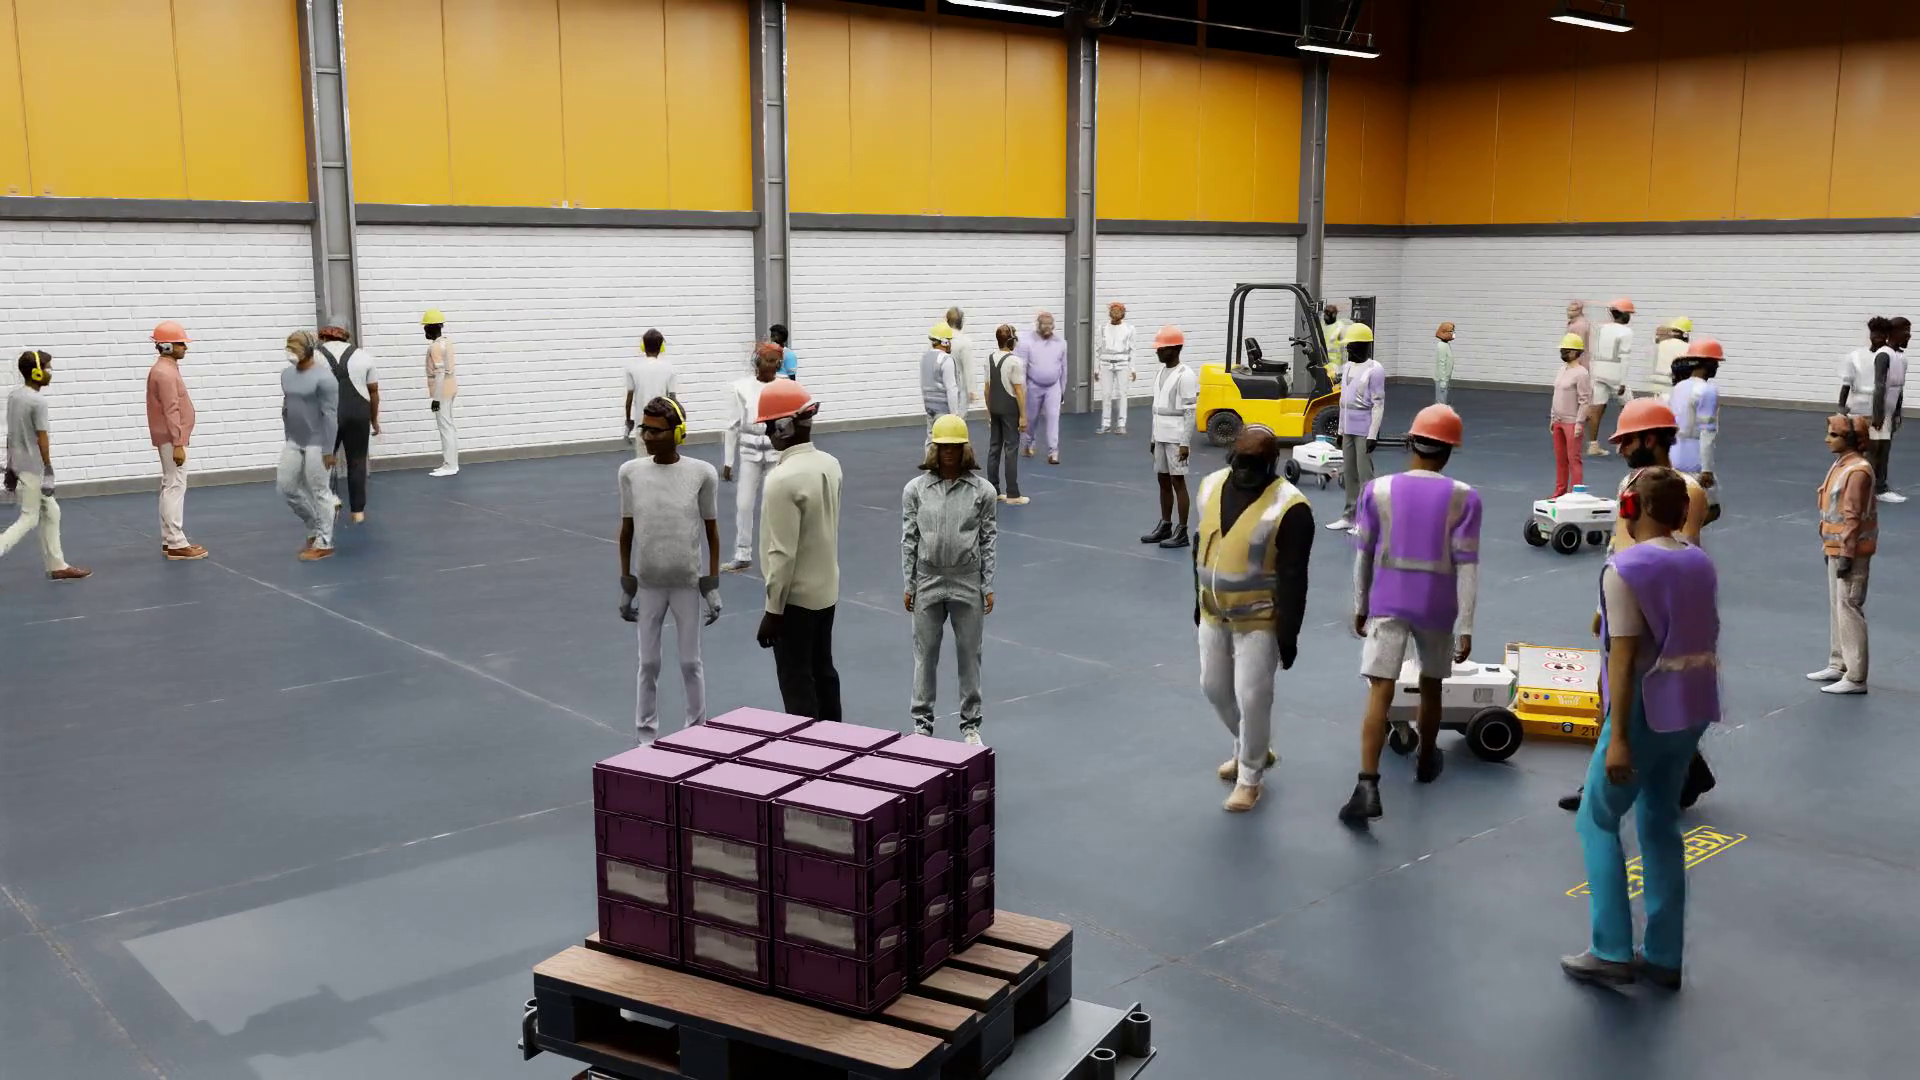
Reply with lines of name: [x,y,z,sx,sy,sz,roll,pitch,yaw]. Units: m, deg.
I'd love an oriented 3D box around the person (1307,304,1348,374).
person: [5.758,-2.756,25.794,0.937,1.800,0.616,-6,12,-33]

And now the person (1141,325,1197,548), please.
person: [1.816,-0.896,14.495,0.364,1.934,0.553,-5,11,-25]

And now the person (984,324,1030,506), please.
person: [0.468,-1.270,16.946,0.507,1.846,0.345,9,13,42]

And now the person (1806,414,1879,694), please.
person: [5.165,0.076,9.706,0.320,1.628,0.515,3,10,14]

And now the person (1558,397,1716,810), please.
person: [3.089,0.308,7.549,0.597,1.905,0.581,-2,10,-12]

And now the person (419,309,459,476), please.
person: [-6.007,-1.697,19.203,0.386,1.927,0.589,-1,10,-5]

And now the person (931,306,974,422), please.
person: [-0.078,-1.821,19.900,0.635,1.936,0.354,9,13,43]

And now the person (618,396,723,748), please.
person: [-1.414,0.230,8.115,0.517,1.865,0.334,0,10,2]

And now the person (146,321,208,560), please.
person: [-6.584,-0.835,13.960,0.394,1.992,0.622,-6,11,-30]

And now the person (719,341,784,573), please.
person: [-1.612,-0.642,13.255,0.728,1.845,0.340,0,10,-1]

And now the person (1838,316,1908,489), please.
person: [9.484,-1.375,17.321,0.603,1.933,0.946,5,11,28]

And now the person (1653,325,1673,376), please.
person: [9.175,-1.984,21.747,0.265,1.631,0.507,3,10,18]

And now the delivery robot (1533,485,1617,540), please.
delivery robot: [5.337,-0.233,14.375,0.707,0.478,0.477,-3,10,-14]

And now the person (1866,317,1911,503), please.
person: [9.619,-1.357,17.262,0.435,1.916,0.607,8,12,39]

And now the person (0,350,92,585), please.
person: [-7.186,-0.533,12.719,0.563,1.828,0.854,8,12,38]

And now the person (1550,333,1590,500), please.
person: [6.063,-1.175,16.611,0.300,1.772,0.532,-2,10,-12]

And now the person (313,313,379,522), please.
person: [-5.878,-1.168,15.776,0.722,2.000,0.618,-4,11,-23]

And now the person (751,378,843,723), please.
person: [-0.746,0.259,7.586,0.390,1.986,0.609,3,10,19]

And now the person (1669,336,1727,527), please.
person: [5.623,-0.606,12.821,0.519,1.924,0.557,-1,10,-3]

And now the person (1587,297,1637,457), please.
person: [8.308,-2.044,21.002,0.815,2.013,0.635,-4,11,-23]

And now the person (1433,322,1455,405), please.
person: [6.631,-2.163,22.791,0.285,1.633,0.497,4,10,21]

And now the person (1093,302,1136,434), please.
person: [2.208,-2.435,23.714,0.623,1.867,0.343,2,10,13]

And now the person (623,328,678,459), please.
person: [-2.955,-1.088,15.885,0.543,1.844,0.479,-2,10,-12]

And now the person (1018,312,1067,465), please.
person: [1.014,-1.898,20.608,0.646,1.859,0.989,-1,10,-8]

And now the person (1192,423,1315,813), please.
person: [1.369,0.345,7.640,0.631,1.803,0.682,-8,13,-39]

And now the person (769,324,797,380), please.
person: [-2.222,-1.816,20.575,0.316,1.695,0.542,-8,13,-40]

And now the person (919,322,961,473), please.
person: [-0.189,-1.414,17.821,0.404,1.835,0.590,-6,12,-33]

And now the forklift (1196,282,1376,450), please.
forklift: [4.328,-2.346,22.227,2.313,2.155,1.214,3,10,16]

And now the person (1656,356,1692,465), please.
person: [6.042,-0.694,14.008,0.538,1.696,0.317,-2,10,-14]

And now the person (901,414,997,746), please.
person: [-0.055,0.234,8.437,0.487,1.746,0.289,0,10,0]

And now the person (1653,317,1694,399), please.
person: [8.748,-1.816,20.290,0.829,1.795,0.615,-6,11,-31]

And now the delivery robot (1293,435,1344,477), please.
delivery robot: [3.970,-0.911,18.340,0.477,0.478,0.707,-3,10,-17]

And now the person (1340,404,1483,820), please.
person: [2.068,0.324,7.617,0.572,1.883,1.068,4,10,20]

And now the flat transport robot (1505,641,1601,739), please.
flat transport robot: [3.388,0.821,9.305,0.652,0.197,1.431,3,10,18]

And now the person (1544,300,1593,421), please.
person: [9.414,-2.752,25.574,0.805,1.863,0.677,1,10,5]

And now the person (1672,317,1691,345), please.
person: [10.619,-2.478,24.622,0.307,1.641,0.514,-3,10,-15]

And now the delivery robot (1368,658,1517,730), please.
delivery robot: [2.466,0.762,8.547,0.707,0.478,0.477,1,10,4]

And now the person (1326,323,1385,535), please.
person: [3.630,-1.013,15.205,0.366,1.926,0.592,-4,10,-20]

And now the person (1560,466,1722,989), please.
person: [2.421,0.650,5.823,0.615,1.800,0.482,-6,11,-32]

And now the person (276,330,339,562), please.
person: [-5.408,-0.772,13.785,0.652,1.928,0.435,5,11,29]
